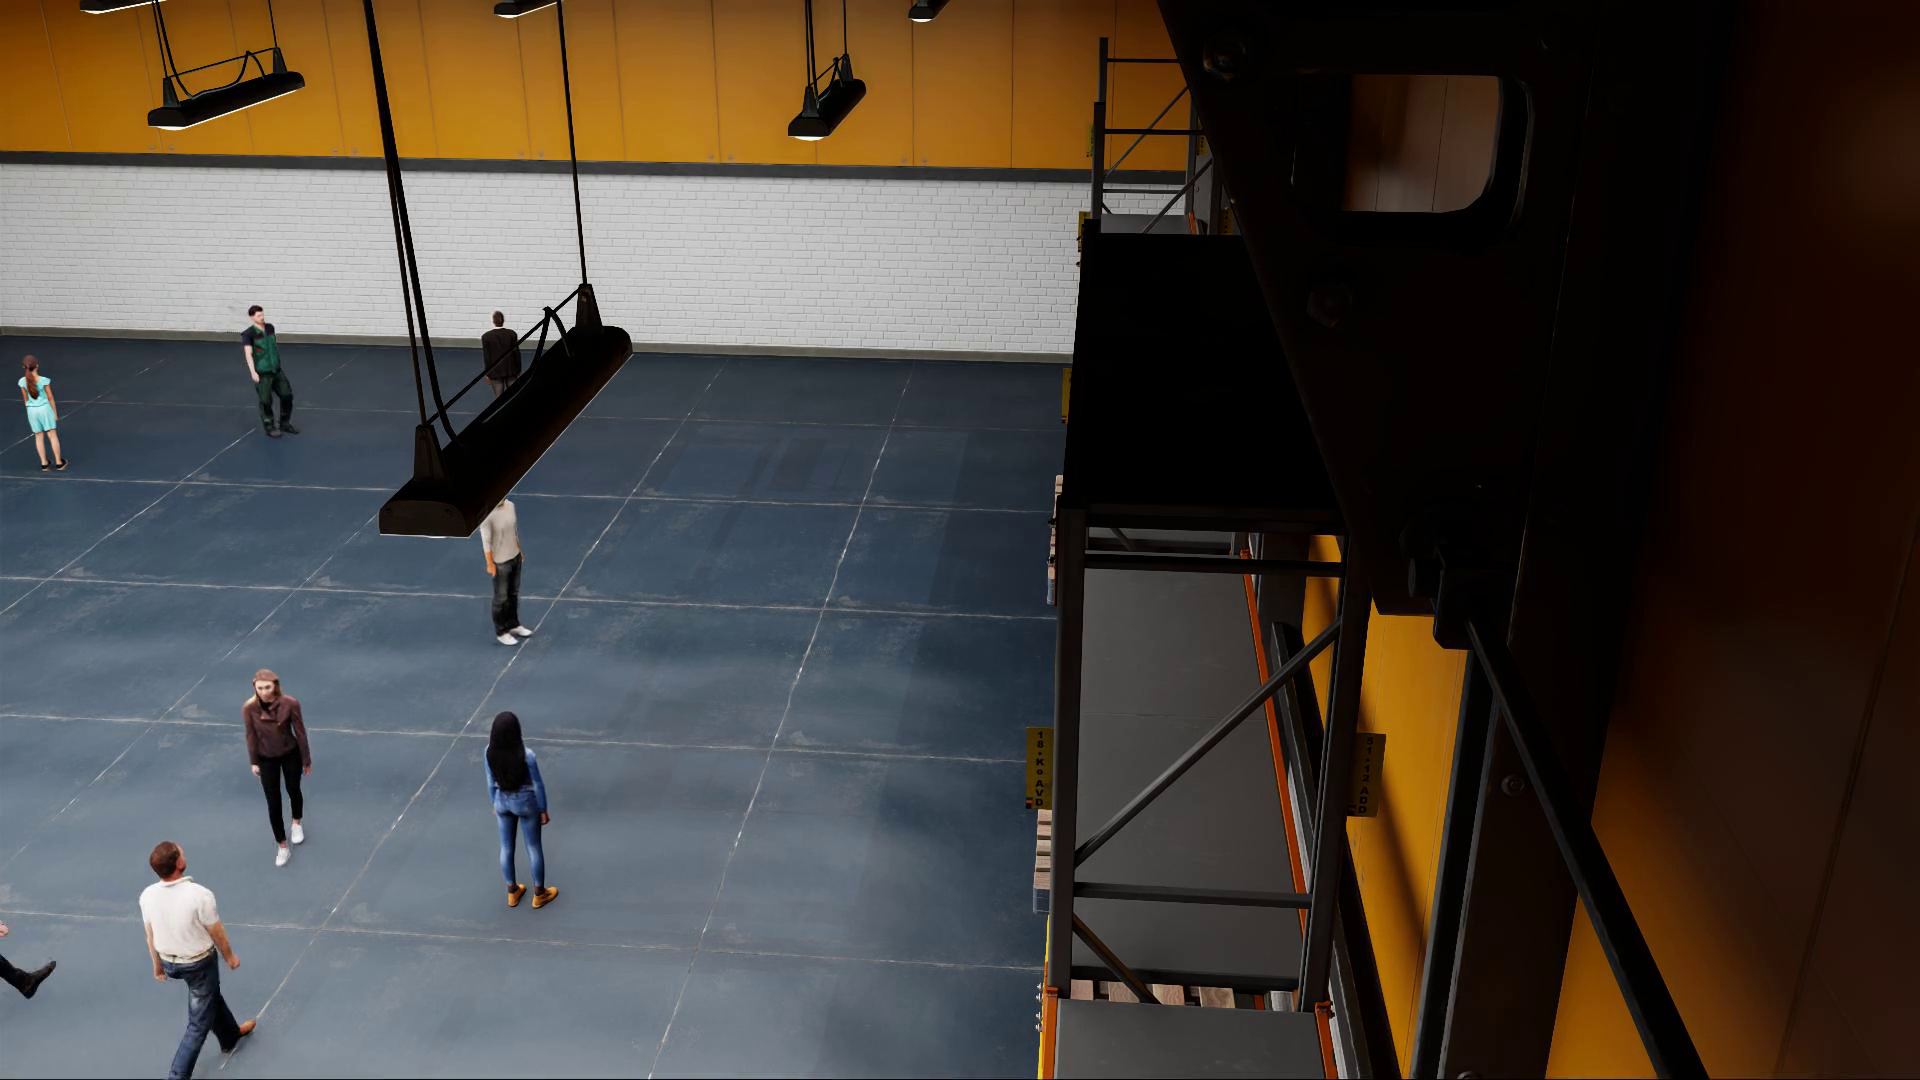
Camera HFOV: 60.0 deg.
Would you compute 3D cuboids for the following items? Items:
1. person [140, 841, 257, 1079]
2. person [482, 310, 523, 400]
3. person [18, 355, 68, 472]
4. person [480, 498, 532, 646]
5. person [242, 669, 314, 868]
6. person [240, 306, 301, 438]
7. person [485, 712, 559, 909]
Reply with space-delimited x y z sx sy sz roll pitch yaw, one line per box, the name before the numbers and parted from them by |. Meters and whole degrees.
person | -5.186 2.903 11.089 0.812 1.822 1.281 6 24 14
person | -6.317 -2.314 23.054 0.740 1.799 0.733 -10 26 -22
person | -12.114 -1.681 21.906 0.612 1.558 0.625 -6 24 -14
person | -4.768 0.191 17.306 0.783 1.812 0.611 10 26 22
person | -5.643 1.782 13.828 0.842 1.681 1.000 -7 25 -16
person | -9.652 -2.342 23.010 0.914 1.885 0.826 12 27 26
person | -3.469 2.109 13.042 0.629 1.713 0.543 5 24 11
